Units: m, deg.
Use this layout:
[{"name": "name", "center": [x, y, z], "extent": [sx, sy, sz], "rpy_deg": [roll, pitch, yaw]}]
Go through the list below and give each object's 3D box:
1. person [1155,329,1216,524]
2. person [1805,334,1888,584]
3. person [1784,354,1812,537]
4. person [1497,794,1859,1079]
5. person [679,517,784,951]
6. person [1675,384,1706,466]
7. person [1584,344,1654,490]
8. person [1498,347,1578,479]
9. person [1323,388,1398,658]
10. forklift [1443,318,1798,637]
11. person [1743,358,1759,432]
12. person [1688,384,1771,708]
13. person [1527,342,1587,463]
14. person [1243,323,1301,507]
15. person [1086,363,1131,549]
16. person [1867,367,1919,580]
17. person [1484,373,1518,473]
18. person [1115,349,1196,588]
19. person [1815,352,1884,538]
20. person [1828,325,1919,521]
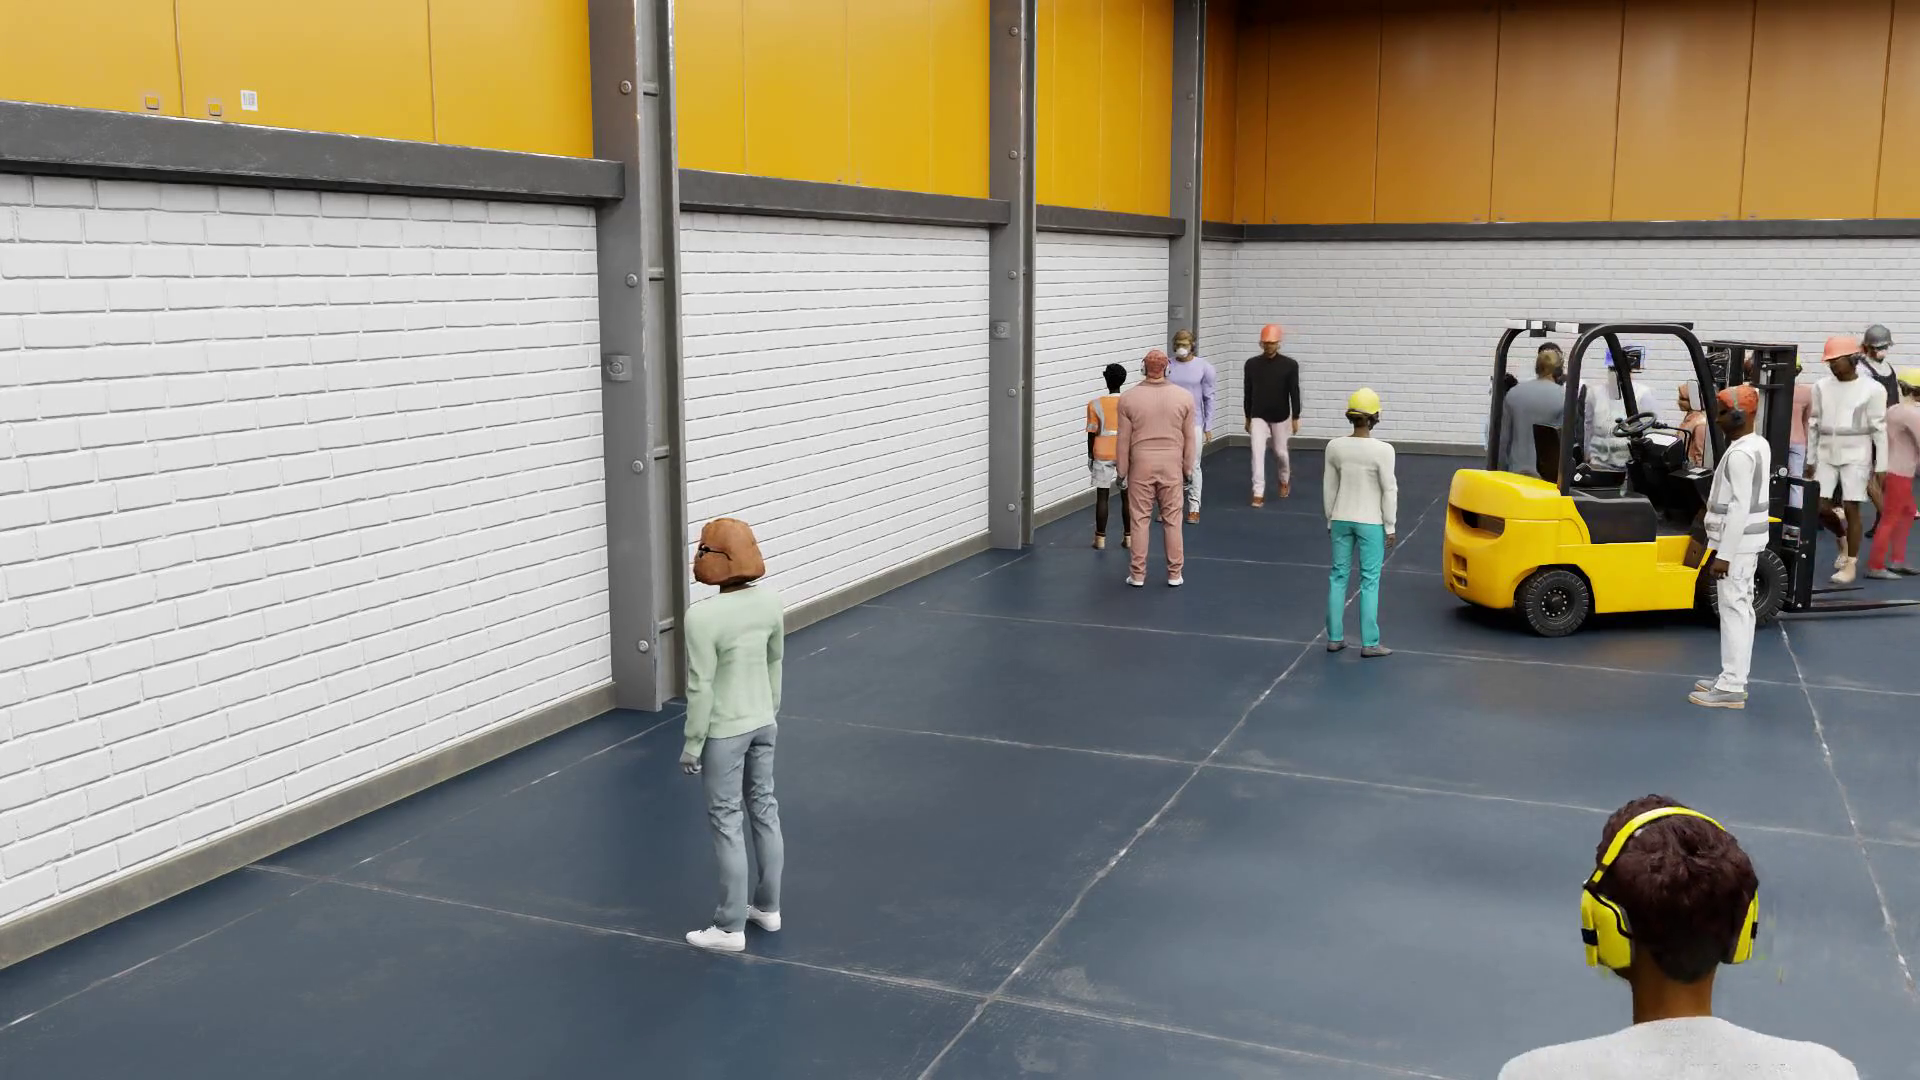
[{"name": "person", "center": [2.220, -1.129, 16.592], "extent": [0.635, 1.937, 0.359], "rpy_deg": [4, 10, 22]}, {"name": "person", "center": [7.186, -0.654, 13.469], "extent": [0.534, 2.020, 0.704], "rpy_deg": [-6, 11, -33]}, {"name": "person", "center": [7.775, -0.897, 15.701], "extent": [0.525, 1.772, 0.305], "rpy_deg": [-1, 9, -4]}, {"name": "person", "center": [0.969, 1.258, 2.451], "extent": [0.548, 1.827, 0.896], "rpy_deg": [0, 9, -3]}, {"name": "person", "center": [-0.857, 0.725, 6.272], "extent": [0.277, 1.636, 0.502], "rpy_deg": [6, 11, 33]}, {"name": "person", "center": [5.843, -0.439, 13.323], "extent": [0.310, 1.636, 0.523], "rpy_deg": [2, 9, 9]}, {"name": "person", "center": [5.652, -0.727, 14.259], "extent": [0.613, 1.919, 0.936], "rpy_deg": [9, 13, 42]}, {"name": "person", "center": [4.591, -0.579, 13.334], "extent": [0.547, 1.916, 0.674], "rpy_deg": [-8, 12, -41]}, {"name": "person", "center": [2.631, -0.111, 10.939], "extent": [0.527, 1.772, 0.305], "rpy_deg": [9, 13, 42]}, {"name": "forklift", "center": [4.706, -0.497, 11.990], "extent": [2.313, 2.155, 1.214], "rpy_deg": [-2, 10, -10]}, {"name": "person", "center": [6.896, -0.720, 14.608], "extent": [1.005, 1.789, 0.613], "rpy_deg": [-2, 10, -14]}, {"name": "person", "center": [4.508, 0.036, 9.690], "extent": [0.351, 1.886, 0.576], "rpy_deg": [6, 11, 33]}, {"name": "person", "center": [5.192, -0.788, 14.637], "extent": [0.621, 1.902, 0.516], "rpy_deg": [7, 12, 37]}, {"name": "person", "center": [3.376, -1.361, 17.950], "extent": [0.623, 1.965, 0.926], "rpy_deg": [4, 10, 22]}, {"name": "person", "center": [1.397, -0.752, 15.068], "extent": [0.530, 1.689, 0.321], "rpy_deg": [0, 9, -1]}, {"name": "person", "center": [7.741, -0.531, 13.536], "extent": [0.614, 1.746, 0.519], "rpy_deg": [1, 9, 7]}, {"name": "person", "center": [4.533, -0.584, 14.066], "extent": [0.631, 1.672, 0.535], "rpy_deg": [-2, 10, -10]}, {"name": "person", "center": [1.554, -0.566, 13.275], "extent": [0.639, 1.910, 0.407], "rpy_deg": [0, 9, 1]}, {"name": "person", "center": [8.489, -0.974, 15.799], "extent": [0.536, 1.900, 0.968], "rpy_deg": [-3, 10, -17]}, {"name": "person", "center": [9.126, -1.177, 16.572], "extent": [0.701, 2.000, 1.011], "rpy_deg": [-5, 10, -27]}]
